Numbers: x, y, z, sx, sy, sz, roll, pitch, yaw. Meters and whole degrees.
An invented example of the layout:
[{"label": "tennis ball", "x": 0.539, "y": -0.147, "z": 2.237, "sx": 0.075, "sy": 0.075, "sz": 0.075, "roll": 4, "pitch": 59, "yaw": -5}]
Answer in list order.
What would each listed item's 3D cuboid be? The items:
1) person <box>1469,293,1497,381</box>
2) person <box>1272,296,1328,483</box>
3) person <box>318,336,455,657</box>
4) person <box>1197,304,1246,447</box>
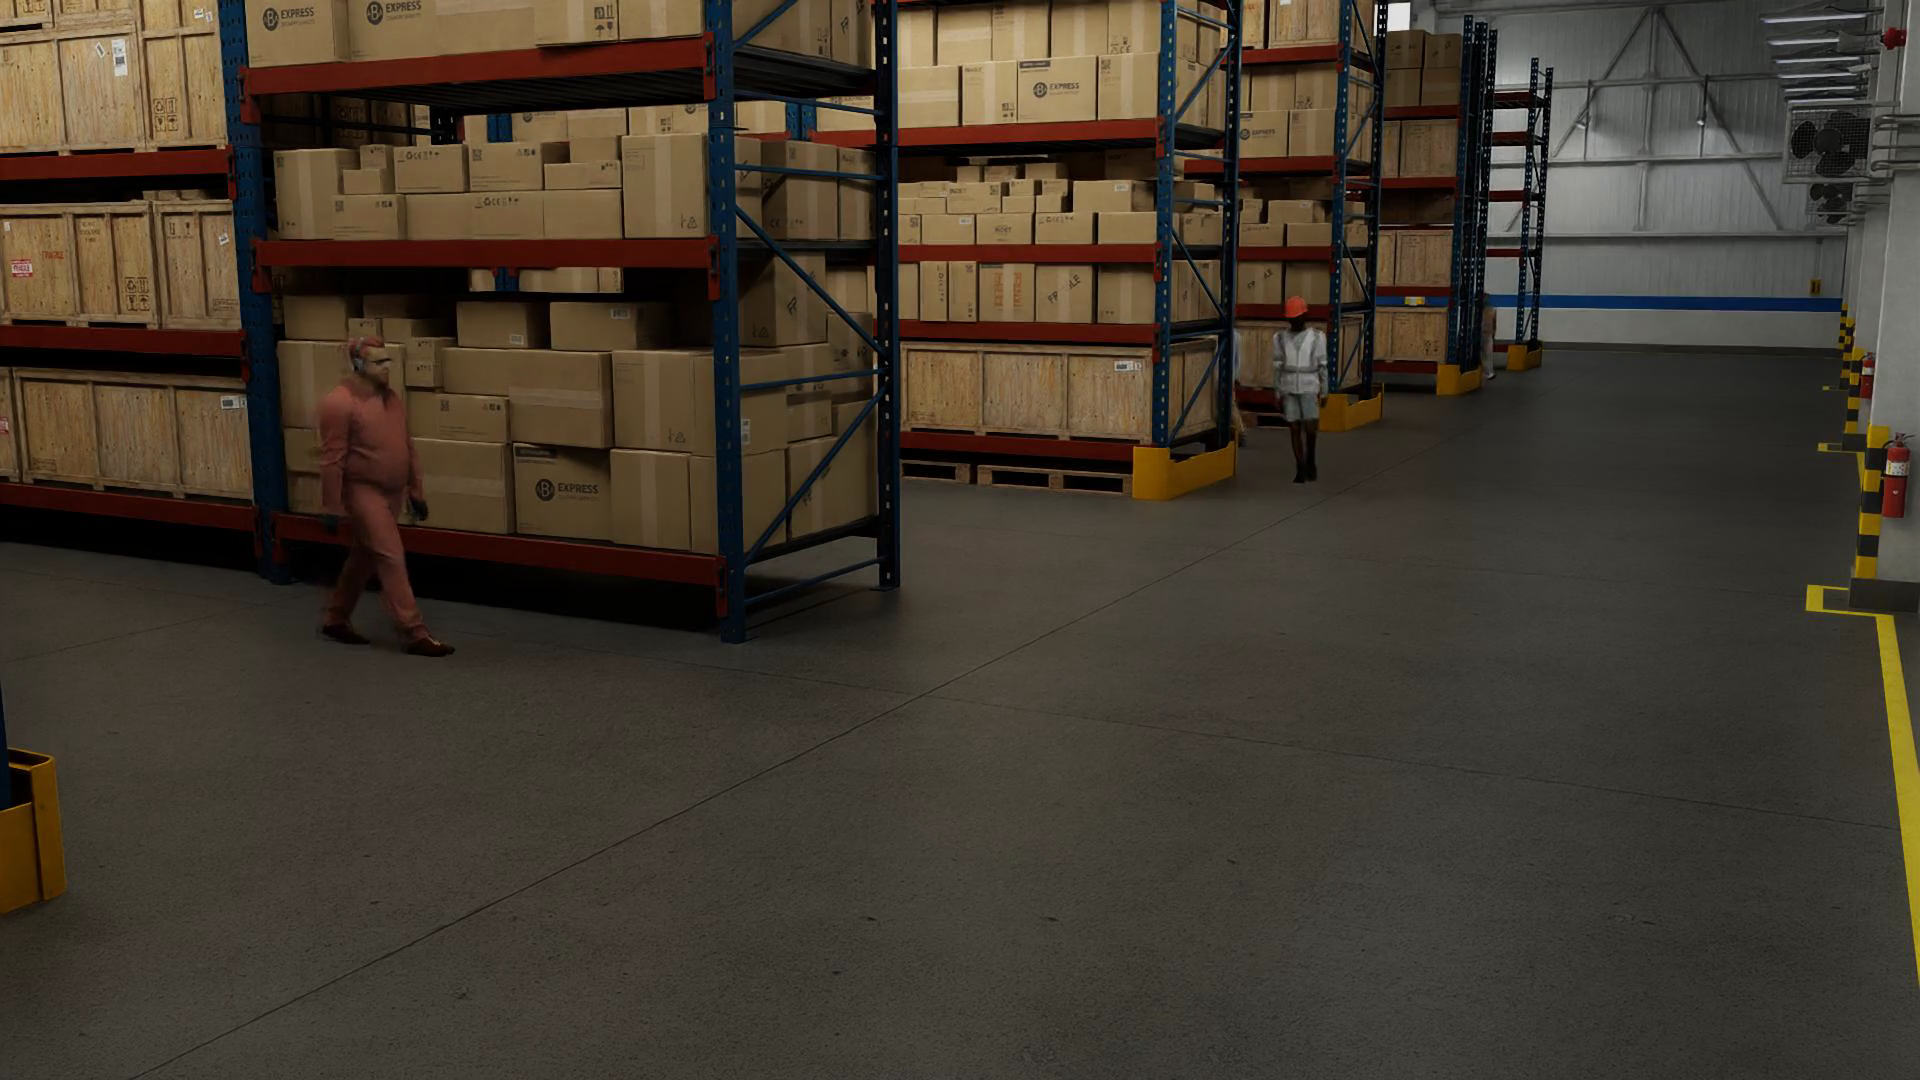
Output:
[{"label": "person", "x": 9.590, "y": -3.719, "z": 30.488, "sx": 0.533, "sy": 1.590, "sz": 0.887, "roll": -1, "pitch": 10, "yaw": -3}, {"label": "person", "x": 3.435, "y": -1.514, "z": 16.842, "sx": 0.556, "sy": 1.902, "sz": 0.465, "roll": 3, "pitch": 10, "yaw": 19}, {"label": "person", "x": -3.426, "y": -0.261, "z": 9.728, "sx": 0.985, "sy": 1.862, "sz": 0.661, "roll": 3, "pitch": 10, "yaw": 16}, {"label": "person", "x": 3.181, "y": -1.988, "z": 20.120, "sx": 0.574, "sy": 1.720, "sz": 0.841, "roll": -5, "pitch": 11, "yaw": -27}]
